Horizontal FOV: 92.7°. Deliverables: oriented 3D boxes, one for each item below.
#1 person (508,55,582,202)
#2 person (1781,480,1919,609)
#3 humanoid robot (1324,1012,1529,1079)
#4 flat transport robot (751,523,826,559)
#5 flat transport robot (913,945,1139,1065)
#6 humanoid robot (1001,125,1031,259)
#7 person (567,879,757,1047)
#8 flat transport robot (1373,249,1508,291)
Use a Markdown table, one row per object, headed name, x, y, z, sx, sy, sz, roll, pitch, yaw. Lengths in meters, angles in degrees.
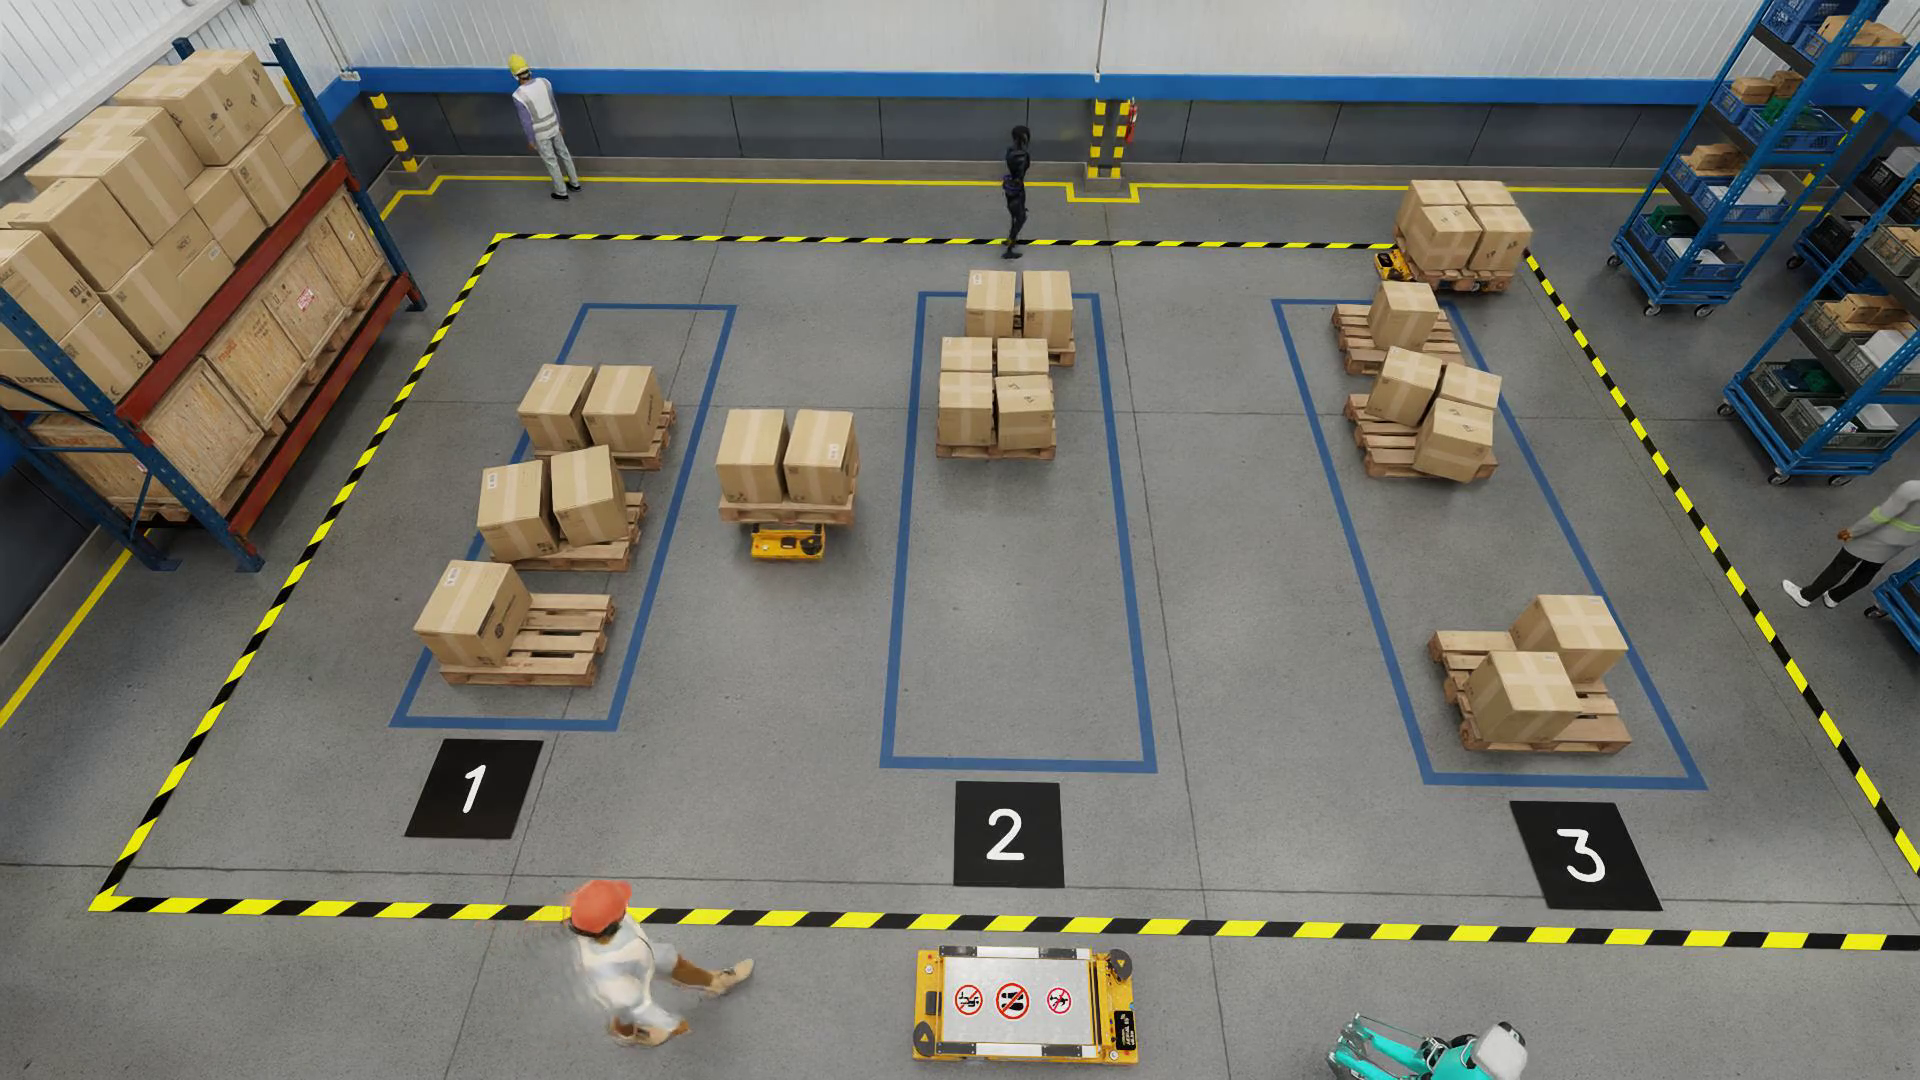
| name | x | y | z | sx | sy | sz | roll | pitch | yaw |
| --- | --- | --- | --- | --- | --- | --- | --- | --- | --- |
| person | -5.352 | -5.259 | 11.770 | 0.404 | 1.822 | 0.590 | 22 | 54 | 17 |
| person | 7.614 | -0.077 | 7.527 | 0.586 | 1.852 | 0.384 | 4 | 51 | 4 |
| humanoid robot | 2.450 | 2.867 | 5.117 | 0.533 | 1.673 | 0.735 | -36 | 59 | -26 |
| flat transport robot | -1.579 | -0.436 | 8.823 | 0.652 | 0.197 | 1.431 | 1 | 51 | 1 |
| flat transport robot | 0.422 | 3.041 | 6.007 | 1.431 | 0.231 | 0.659 | 1 | 51 | 1 |
| humanoid robot | 0.681 | -4.131 | 10.944 | 0.354 | 1.643 | 0.609 | -7 | 51 | -5 |
| person | -1.771 | 2.508 | 5.326 | 1.008 | 1.989 | 0.730 | -15 | 52 | -12 |
| flat transport robot | 5.864 | -3.315 | 11.170 | 1.431 | 0.197 | 0.652 | 1 | 51 | 1 |
